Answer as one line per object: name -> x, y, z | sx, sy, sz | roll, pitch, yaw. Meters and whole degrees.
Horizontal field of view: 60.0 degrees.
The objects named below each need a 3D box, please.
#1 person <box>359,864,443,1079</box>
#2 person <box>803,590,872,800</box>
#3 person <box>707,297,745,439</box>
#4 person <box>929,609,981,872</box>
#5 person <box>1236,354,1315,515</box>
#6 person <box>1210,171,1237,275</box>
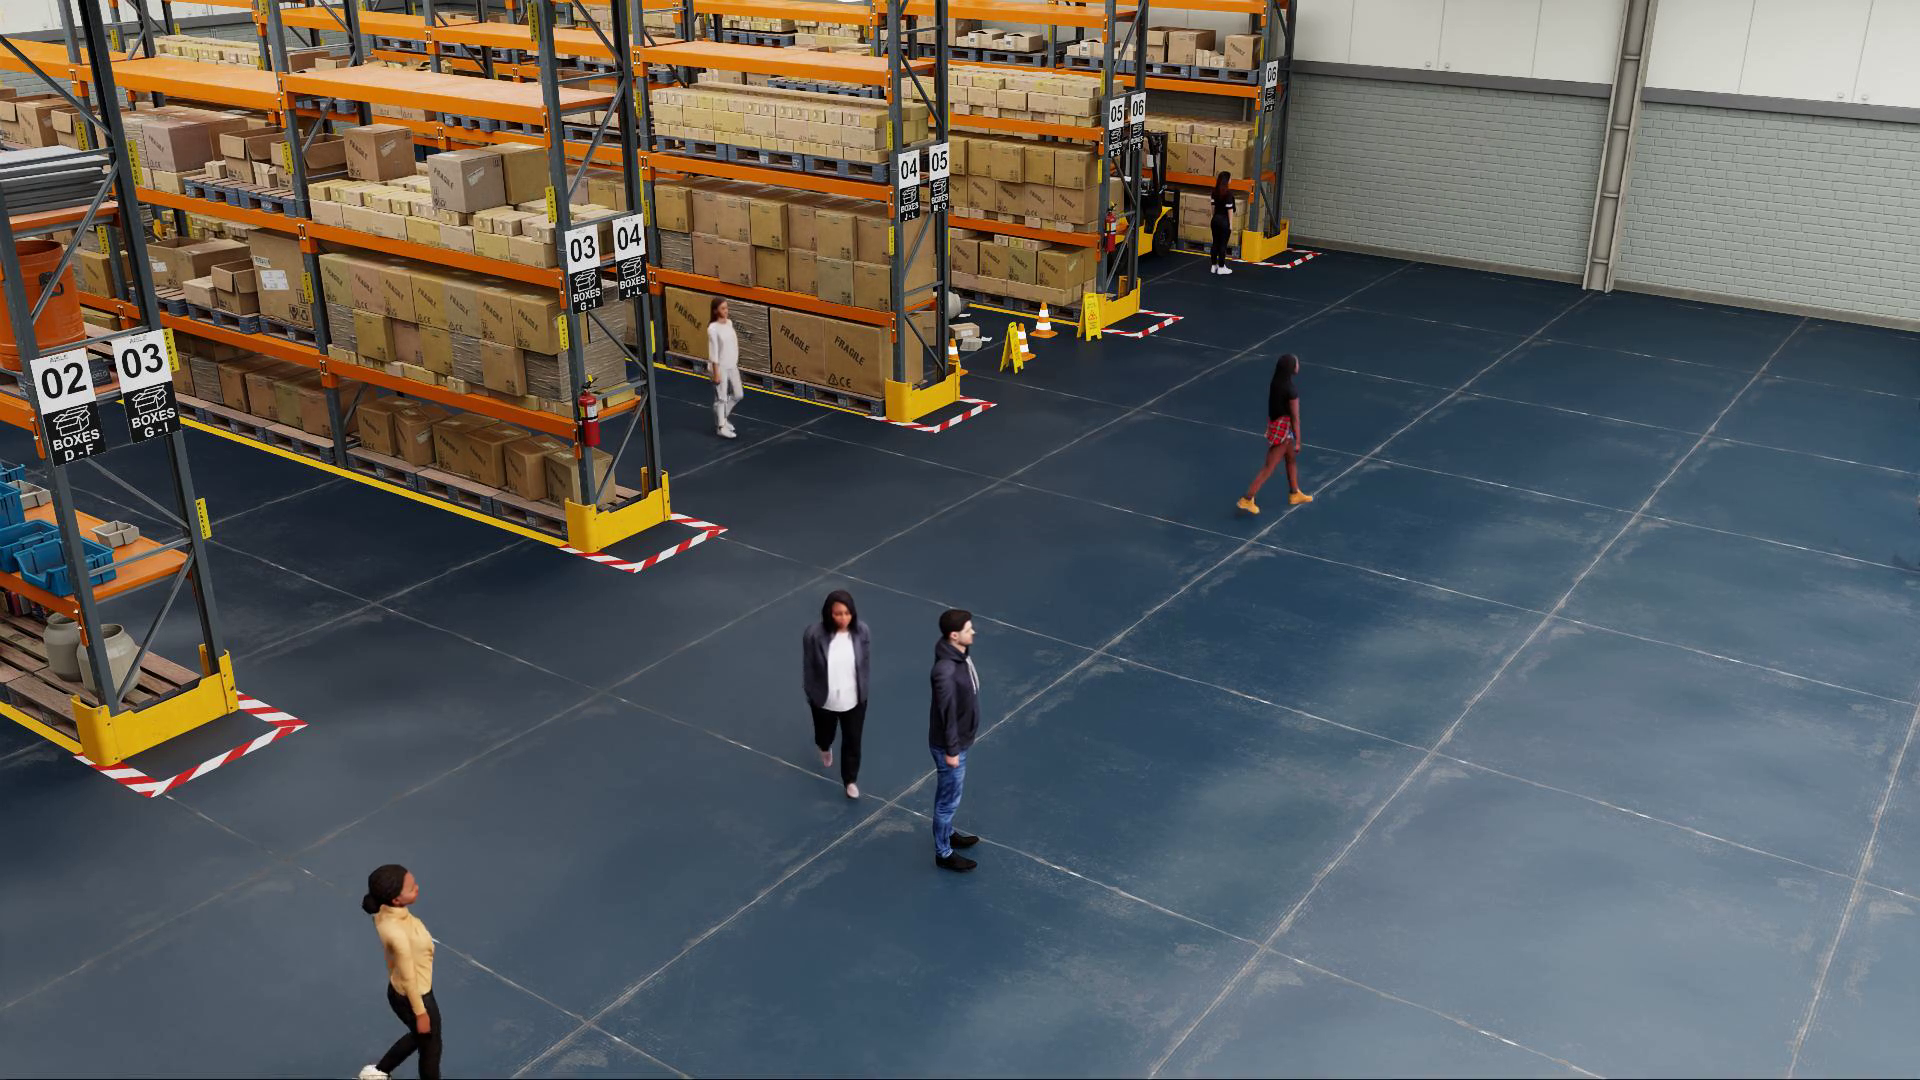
person -> -3.003, 2.459, 8.888 | 0.880, 1.647, 0.905 | -11, 25, -24
person -> -0.902, 1.094, 12.182 | 0.939, 1.582, 1.011 | -7, 24, -17
person -> -2.819, -2.015, 19.368 | 0.654, 1.679, 0.653 | 11, 25, 24
person -> -0.068, 1.326, 11.238 | 0.765, 1.894, 0.760 | 1, 23, 3
person -> 3.230, -1.049, 17.088 | 1.125, 1.686, 1.170 | -8, 24, -17
person -> 4.194, -5.095, 26.664 | 0.741, 1.639, 0.629 | -16, 28, -32
